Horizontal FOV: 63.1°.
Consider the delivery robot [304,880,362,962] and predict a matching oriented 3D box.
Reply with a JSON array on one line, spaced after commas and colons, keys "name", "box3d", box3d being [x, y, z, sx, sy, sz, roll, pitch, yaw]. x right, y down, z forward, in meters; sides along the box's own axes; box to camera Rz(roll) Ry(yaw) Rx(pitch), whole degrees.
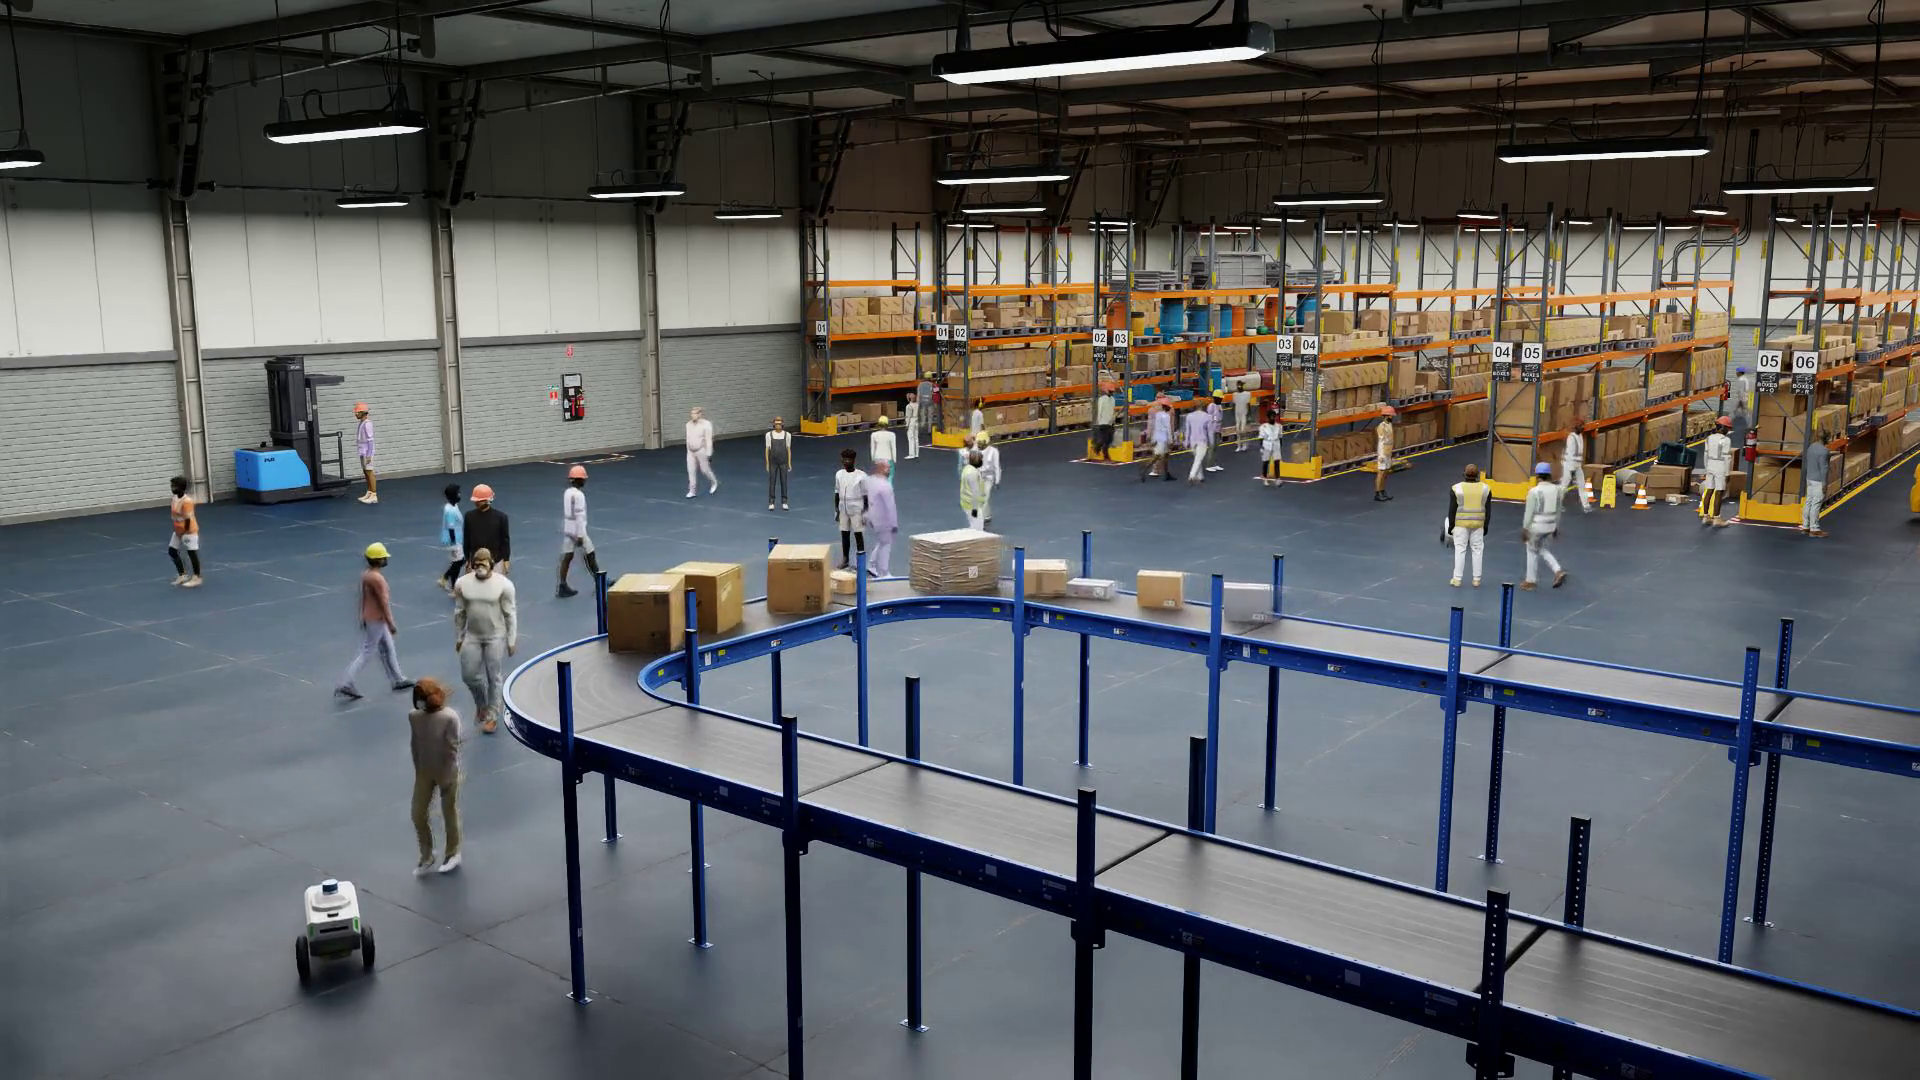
[{"name": "delivery robot", "box3d": [-4.406, 2.627, 10.973, 0.477, 0.478, 0.707, -4, 11, -24]}]

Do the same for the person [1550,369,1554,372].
[{"name": "person", "box3d": [18.881, -4.923, 49.831, 0.742, 1.889, 0.610, 4, 11, 21]}]

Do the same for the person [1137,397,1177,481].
[{"name": "person", "box3d": [4.377, -2.229, 34.751, 0.966, 1.895, 0.554, -3, 10, -16]}]

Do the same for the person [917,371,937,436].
[{"name": "person", "box3d": [-0.887, -3.818, 43.823, 0.625, 1.818, 0.427, 2, 10, 13]}]

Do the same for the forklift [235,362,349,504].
[{"name": "forklift", "box3d": [-13.803, -2.244, 32.110, 1.129, 2.768, 1.873, 8, 13, 37]}]

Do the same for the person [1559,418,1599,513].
[{"name": "person", "box3d": [11.978, -1.423, 30.276, 0.923, 1.838, 0.605, 9, 13, 41]}]

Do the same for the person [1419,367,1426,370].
[{"name": "person", "box3d": [13.494, -4.142, 45.662, 0.973, 1.819, 0.542, -9, 14, -42]}]

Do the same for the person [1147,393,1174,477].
[{"name": "person", "box3d": [4.544, -2.400, 35.611, 0.643, 1.908, 0.399, -3, 10, -14]}]

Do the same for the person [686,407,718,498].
[{"name": "person", "box3d": [-5.412, -1.850, 32.592, 0.650, 1.883, 0.822, 5, 11, 26]}]

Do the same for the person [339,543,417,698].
[{"name": "person", "box3d": [-6.605, 0.891, 17.587, 0.892, 1.729, 0.533, -7, 12, -35]}]

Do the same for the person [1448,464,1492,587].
[{"name": "person", "box3d": [7.645, -0.220, 23.523, 0.622, 1.845, 0.429, 1, 10, 4]}]

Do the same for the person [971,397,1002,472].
[{"name": "person", "box3d": [0.522, -2.302, 35.287, 0.954, 1.826, 0.519, -2, 10, -10]}]

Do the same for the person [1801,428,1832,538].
[{"name": "person", "box3d": [15.266, -1.034, 27.829, 0.370, 1.939, 0.631, 1, 10, 4]}]

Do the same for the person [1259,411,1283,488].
[{"name": "person", "box3d": [6.738, -1.960, 33.830, 0.542, 1.652, 0.829, 0, 10, 0]}]

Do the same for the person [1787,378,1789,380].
[{"name": "person", "box3d": [24.197, -4.112, 45.429, 0.429, 1.844, 0.625, 7, 12, 33]}]

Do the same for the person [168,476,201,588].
[{"name": "person", "box3d": [-11.636, -0.110, 23.323, 0.557, 1.677, 0.526, 9, 13, 40]}]

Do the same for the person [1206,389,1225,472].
[{"name": "person", "box3d": [5.961, -2.556, 36.463, 0.402, 1.918, 0.591, 7, 12, 36]}]

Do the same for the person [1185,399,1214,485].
[{"name": "person", "box3d": [5.189, -2.125, 34.123, 0.656, 1.901, 0.932, 8, 13, 39]}]

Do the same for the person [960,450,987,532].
[{"name": "person", "box3d": [0.171, -0.558, 25.478, 0.524, 1.822, 0.632, -1, 10, -3]}]

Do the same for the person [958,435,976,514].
[{"name": "person", "box3d": [0.160, -1.197, 29.604, 0.527, 1.626, 0.533, -9, 14, -42]}]

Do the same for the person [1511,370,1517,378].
[{"name": "person", "box3d": [15.043, -3.701, 42.898, 0.559, 1.914, 0.543, 7, 12, 33]}]

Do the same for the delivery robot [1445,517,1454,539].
[{"name": "delivery robot", "box3d": [8.587, -0.236, 27.087, 0.477, 0.478, 0.707, 3, 10, 15]}]

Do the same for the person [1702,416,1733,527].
[{"name": "person", "box3d": [14.023, -1.273, 28.912, 0.396, 2.033, 0.605, -3, 10, -14]}]

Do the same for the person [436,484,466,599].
[{"name": "person", "box3d": [-7.327, 0.017, 22.616, 0.398, 1.681, 0.550, -3, 10, -15]}]

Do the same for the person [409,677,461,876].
[{"name": "person", "box3d": [-4.163, 1.875, 12.381, 0.498, 1.612, 0.507, 3, 10, 15]}]

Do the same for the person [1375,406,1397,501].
[{"name": "person", "box3d": [8.708, -1.765, 32.007, 0.360, 1.930, 0.594, 6, 12, 31]}]

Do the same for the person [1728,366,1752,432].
[{"name": "person", "box3d": [22.351, -4.050, 44.930, 1.022, 1.887, 0.653, 8, 13, 38]}]

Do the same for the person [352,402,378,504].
[{"name": "person", "box3d": [-12.044, -1.763, 31.639, 0.378, 2.041, 0.616, -6, 12, -32]}]

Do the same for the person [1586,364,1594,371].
[{"name": "person", "box3d": [18.413, -4.199, 45.788, 0.649, 1.885, 0.751, 5, 11, 24]}]

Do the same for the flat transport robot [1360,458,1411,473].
[{"name": "flat transport robot", "box3d": [9.983, -1.750, 36.669, 0.652, 0.197, 1.431, 8, 13, 38]}]

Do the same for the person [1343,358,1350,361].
[{"name": "person", "box3d": [13.272, -5.706, 54.255, 0.941, 1.881, 0.604, 2, 10, 10]}]

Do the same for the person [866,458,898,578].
[{"name": "person", "box3d": [-1.183, -0.304, 23.827, 0.409, 1.894, 0.659, -4, 11, -24]}]

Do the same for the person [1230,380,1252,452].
[{"name": "person", "box3d": [7.201, -3.184, 40.159, 0.570, 1.854, 0.407, 8, 13, 37]}]

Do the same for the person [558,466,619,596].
[{"name": "person", "box3d": [-5.519, -0.144, 22.939, 0.965, 1.887, 0.576, -8, 13, -39]}]

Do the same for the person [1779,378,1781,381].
[{"name": "person", "box3d": [21.982, -3.595, 42.296, 0.609, 1.939, 1.066, 9, 13, 41]}]

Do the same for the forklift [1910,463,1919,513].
[{"name": "forklift", "box3d": [19.034, -1.348, 28.998, 2.313, 2.155, 1.214, 8, 13, 37]}]

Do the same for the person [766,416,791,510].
[{"name": "person", "box3d": [-3.570, -1.513, 30.783, 0.507, 1.847, 0.344, -2, 10, -11]}]

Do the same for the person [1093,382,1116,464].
[{"name": "person", "box3d": [3.503, -2.865, 38.043, 0.621, 1.972, 0.674, -10, 14, -44]}]

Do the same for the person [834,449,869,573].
[{"name": "person", "box3d": [-1.711, -0.465, 24.548, 0.614, 1.963, 0.362, 5, 11, 28]}]

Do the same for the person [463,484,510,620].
[{"name": "person", "box3d": [-6.190, 0.254, 20.440, 0.609, 1.988, 0.392, 1, 10, 4]}]

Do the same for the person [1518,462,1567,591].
[{"name": "person", "box3d": [8.634, -0.180, 23.092, 0.628, 1.925, 0.604, -5, 11, -28]}]

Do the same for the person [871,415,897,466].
[{"name": "person", "box3d": [-1.550, -1.659, 31.846, 0.547, 1.750, 0.365, 2, 10, 10]}]

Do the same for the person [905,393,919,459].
[{"name": "person", "box3d": [-1.192, -2.827, 38.771, 0.307, 1.636, 0.525, 5, 11, 28]}]

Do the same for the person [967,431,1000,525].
[{"name": "person", "box3d": [0.388, -1.109, 28.697, 0.619, 1.778, 0.943, 5, 11, 28]}]

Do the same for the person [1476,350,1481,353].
[{"name": "person", "box3d": [17.852, -5.623, 53.950, 0.403, 1.835, 0.586, -7, 12, -35]}]

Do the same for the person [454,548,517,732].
[{"name": "person", "box3d": [-4.914, 1.032, 16.216, 0.660, 1.929, 0.419, 0, 10, 1]}]
